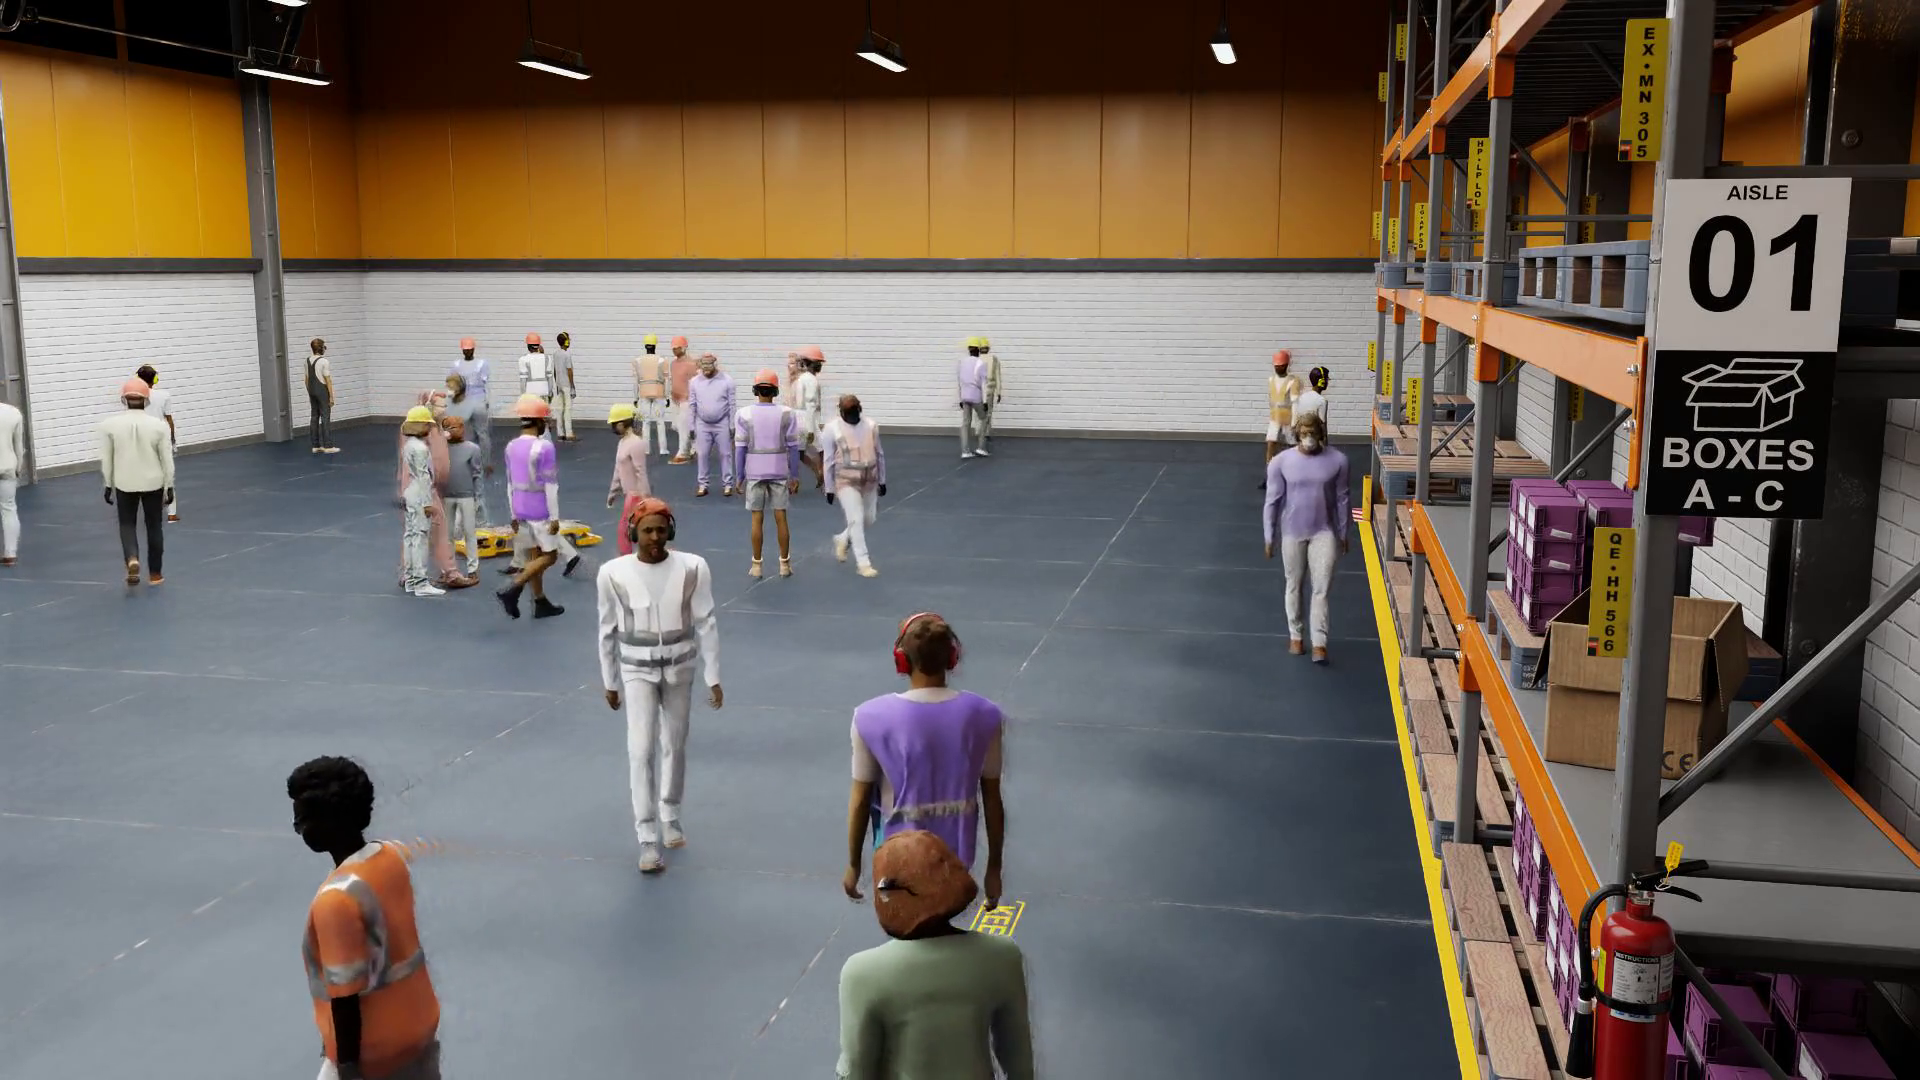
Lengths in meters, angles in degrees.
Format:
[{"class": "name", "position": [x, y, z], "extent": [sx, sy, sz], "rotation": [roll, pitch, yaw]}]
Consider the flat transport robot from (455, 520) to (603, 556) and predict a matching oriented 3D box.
[{"class": "flat transport robot", "position": [-4.610, -0.034, 17.738], "extent": [1.431, 0.197, 0.652], "rotation": [-7, 12, -38]}]

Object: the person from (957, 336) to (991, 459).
[{"class": "person", "position": [0.243, -2.229, 26.044], "extent": [0.619, 1.901, 0.677], "rotation": [7, 12, 35]}]

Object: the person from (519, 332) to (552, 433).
[{"class": "person", "position": [-6.827, -2.366, 26.768], "extent": [0.543, 1.943, 0.348], "rotation": [-7, 12, -35]}]

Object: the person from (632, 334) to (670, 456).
[{"class": "person", "position": [-4.890, -2.297, 26.394], "extent": [0.587, 1.928, 0.382], "rotation": [-1, 9, -3]}]

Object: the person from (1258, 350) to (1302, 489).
[{"class": "person", "position": [4.445, -1.653, 22.684], "extent": [0.555, 1.885, 1.031], "rotation": [9, 13, 42]}]

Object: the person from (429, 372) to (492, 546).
[{"class": "person", "position": [-5.348, -0.838, 17.725], "extent": [0.632, 1.884, 1.033], "rotation": [5, 11, 27]}]

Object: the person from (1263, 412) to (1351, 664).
[{"class": "person", "position": [2.642, -0.006, 12.654], "extent": [0.666, 1.901, 0.906], "rotation": [1, 10, 8]}]

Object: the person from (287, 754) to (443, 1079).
[{"class": "person", "position": [-1.730, 1.433, 4.763], "extent": [0.760, 1.653, 0.546], "rotation": [0, 9, 3]}]

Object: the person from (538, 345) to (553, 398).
[{"class": "person", "position": [-7.361, -2.593, 29.045], "extent": [0.512, 1.638, 0.312], "rotation": [-4, 10, -23]}]

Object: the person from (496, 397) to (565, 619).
[{"class": "person", "position": [-3.652, -0.247, 14.067], "extent": [0.546, 1.916, 0.647], "rotation": [7, 12, 38]}]

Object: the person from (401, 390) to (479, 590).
[{"class": "person", "position": [-4.847, -0.461, 15.518], "extent": [0.909, 1.862, 0.658], "rotation": [1, 9, 4]}]

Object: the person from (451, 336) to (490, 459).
[{"class": "person", "position": [-7.553, -2.175, 25.673], "extent": [0.550, 1.920, 0.545], "rotation": [-1, 9, -5]}]

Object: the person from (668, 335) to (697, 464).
[{"class": "person", "position": [-4.182, -2.148, 25.377], "extent": [0.662, 1.976, 0.619], "rotation": [-9, 13, -42]}]

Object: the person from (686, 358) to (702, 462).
[{"class": "person", "position": [-4.058, -2.047, 25.893], "extent": [0.520, 1.587, 0.871], "rotation": [4, 10, 20]}]

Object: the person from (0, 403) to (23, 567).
[{"class": "person", "position": [-9.785, -0.693, 16.760], "extent": [0.780, 1.916, 0.642], "rotation": [8, 12, 39]}]

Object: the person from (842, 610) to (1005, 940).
[{"class": "person", "position": [-0.100, 1.156, 5.973], "extent": [0.560, 1.806, 0.934], "rotation": [-4, 10, -23]}]

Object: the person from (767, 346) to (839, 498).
[{"class": "person", "position": [-2.015, -1.500, 21.447], "extent": [1.042, 1.993, 0.611], "rotation": [-4, 10, -20]}]

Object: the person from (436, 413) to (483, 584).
[{"class": "person", "position": [-4.777, -0.391, 15.796], "extent": [0.501, 1.631, 0.286], "rotation": [0, 9, 2]}]

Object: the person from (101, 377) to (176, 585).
[{"class": "person", "position": [-7.685, -0.528, 15.584], "extent": [0.636, 1.976, 0.562], "rotation": [-4, 10, -22]}]

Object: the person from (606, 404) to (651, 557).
[{"class": "person", "position": [-3.140, -0.402, 15.536], "extent": [0.743, 1.731, 0.546], "rotation": [-4, 10, -22]}]

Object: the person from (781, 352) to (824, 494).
[{"class": "person", "position": [-2.120, -1.560, 22.117], "extent": [0.868, 1.877, 0.653], "rotation": [-8, 12, -39]}]

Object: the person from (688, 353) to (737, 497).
[{"class": "person", "position": [-3.229, -1.496, 21.706], "extent": [0.648, 1.884, 0.425], "rotation": [2, 10, 10]}]

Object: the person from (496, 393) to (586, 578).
[{"class": "person", "position": [-4.062, -0.516, 16.034], "extent": [0.843, 1.807, 0.586], "rotation": [-1, 9, -5]}]

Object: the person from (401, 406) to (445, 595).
[{"class": "person", "position": [-4.964, -0.365, 15.315], "extent": [0.323, 1.741, 0.490], "rotation": [-7, 11, -35]}]

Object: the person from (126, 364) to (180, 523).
[{"class": "person", "position": [-9.453, -1.121, 19.476], "extent": [0.518, 1.874, 0.327], "rotation": [-4, 10, -24]}]

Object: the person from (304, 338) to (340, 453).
[{"class": "person", "position": [-10.270, -2.310, 26.719], "extent": [0.509, 1.846, 0.342], "rotation": [4, 10, 23]}]

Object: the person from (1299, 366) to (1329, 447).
[{"class": "person", "position": [4.095, -1.073, 19.232], "extent": [0.326, 1.865, 0.516], "rotation": [-4, 10, -22]}]

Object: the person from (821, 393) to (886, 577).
[{"class": "person", "position": [-1.059, -0.556, 16.297], "extent": [0.663, 1.801, 0.711], "rotation": [-7, 12, -35]}]

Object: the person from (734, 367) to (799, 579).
[{"class": "person", "position": [-1.865, -0.641, 16.068], "extent": [0.616, 2.041, 0.383], "rotation": [-2, 10, -10]}]

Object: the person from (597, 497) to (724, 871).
[{"class": "person", "position": [-1.509, 0.723, 8.434], "extent": [0.592, 1.853, 0.813], "rotation": [-3, 10, -17]}]

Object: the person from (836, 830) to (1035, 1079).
[{"class": "person", "position": [-0.077, 1.519, 4.349], "extent": [0.558, 1.601, 0.710], "rotation": [-3, 10, -15]}]

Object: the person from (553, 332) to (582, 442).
[{"class": "person", "position": [-6.747, -2.616, 28.477], "extent": [0.514, 1.876, 0.328], "rotation": [9, 13, 42]}]

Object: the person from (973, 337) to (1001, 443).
[{"class": "person", "position": [0.393, -2.559, 28.363], "extent": [0.608, 1.802, 0.830], "rotation": [-1, 9, -6]}]
